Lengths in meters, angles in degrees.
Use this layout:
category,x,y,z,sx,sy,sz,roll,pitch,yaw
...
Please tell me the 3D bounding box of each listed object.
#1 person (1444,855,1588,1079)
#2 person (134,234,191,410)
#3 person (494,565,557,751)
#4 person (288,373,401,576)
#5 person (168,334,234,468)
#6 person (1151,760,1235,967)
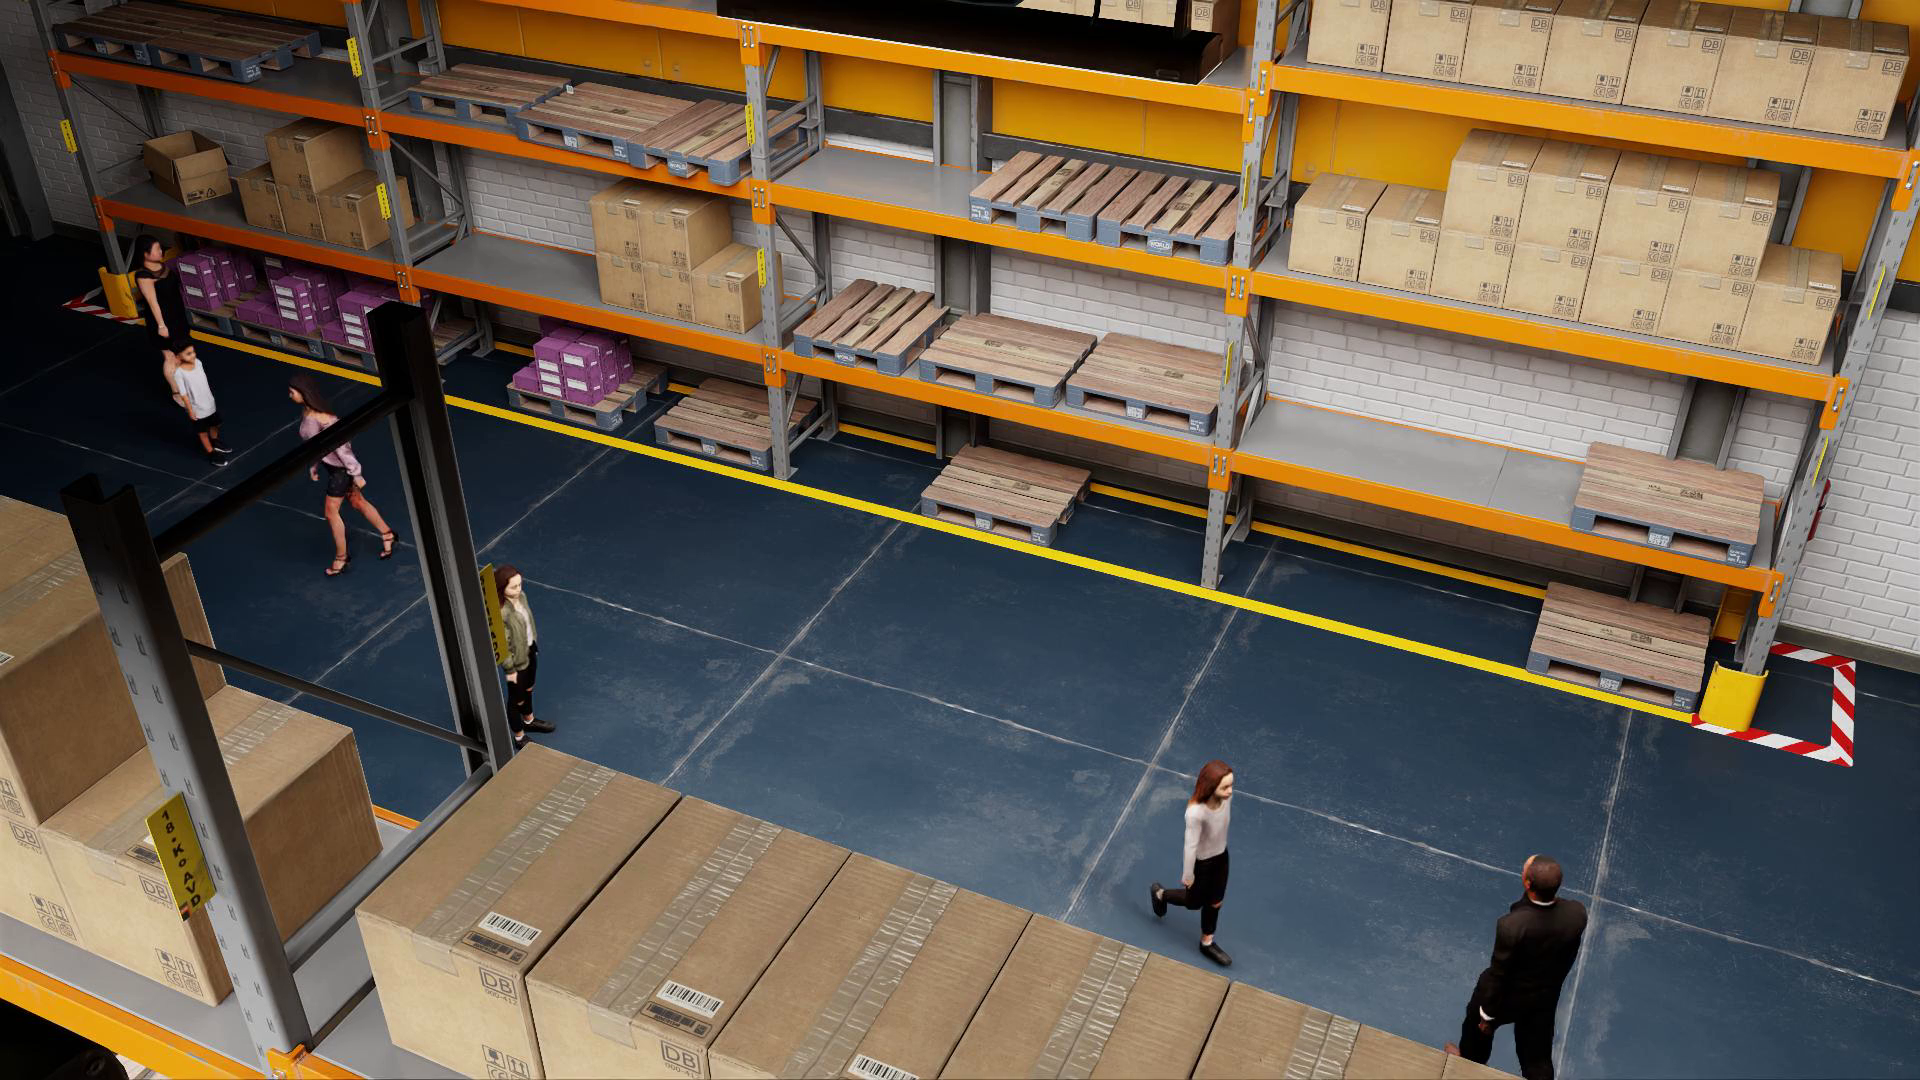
category,x,y,z,sx,sy,sz,roll,pitch,yaw
person,2.990,2.447,8.706,1.254,1.877,1.189,-5,34,-7
person,-7.484,-2.066,15.641,0.804,1.716,0.767,-7,34,-11
person,-3.076,0.800,11.546,0.579,1.476,0.623,7,34,10
person,-4.872,-0.550,13.318,0.923,1.763,0.938,-29,43,-36
person,-6.837,-1.265,14.852,0.554,1.256,0.493,16,37,22
person,1.416,1.875,9.933,0.937,1.472,0.741,29,43,36
